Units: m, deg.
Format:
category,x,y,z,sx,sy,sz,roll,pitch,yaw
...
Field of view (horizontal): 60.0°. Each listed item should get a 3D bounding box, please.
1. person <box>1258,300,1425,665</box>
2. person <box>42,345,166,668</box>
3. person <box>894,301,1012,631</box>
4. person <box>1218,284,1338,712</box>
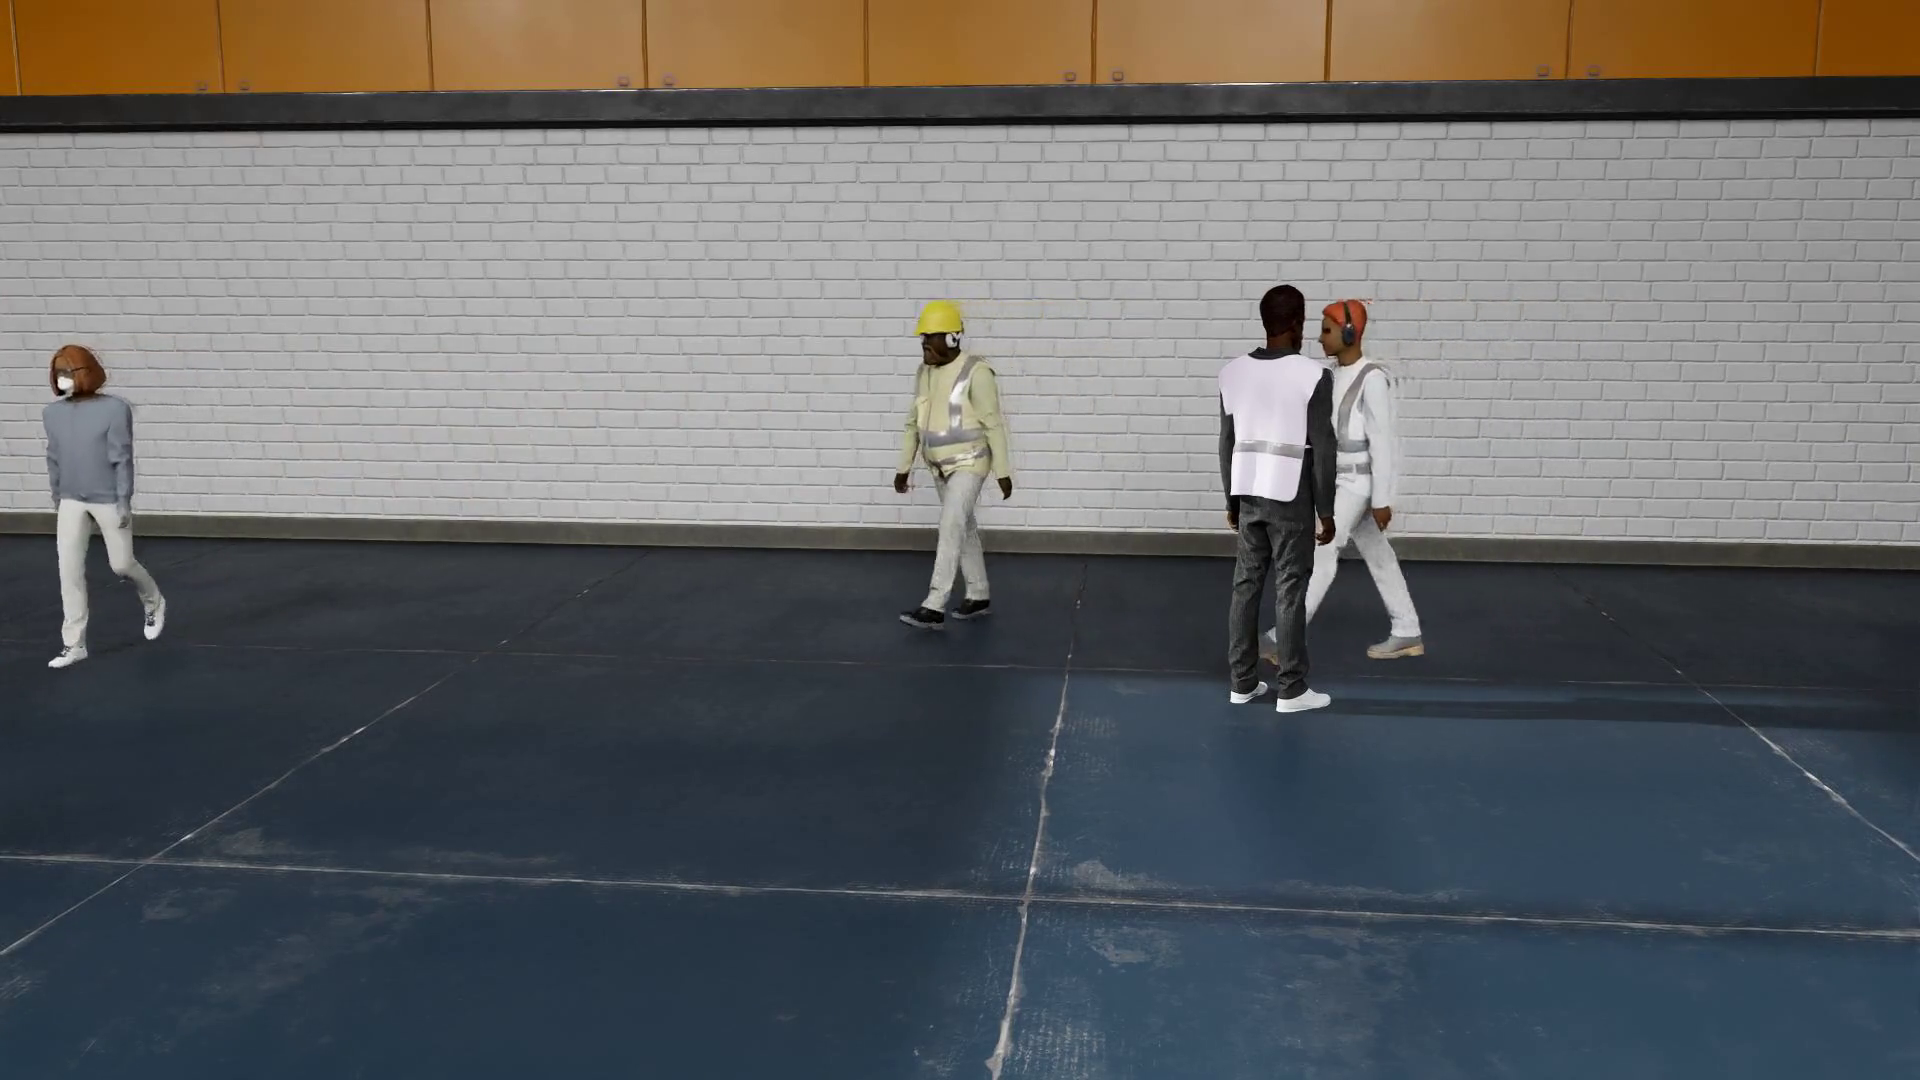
category,x,y,z,sx,sy,sz,roll,pitch,yaw
person,1.911,-0.277,8.324,1.025,1.827,0.581,-1,10,-5
person,-4.405,-0.201,8.515,0.500,1.606,0.729,1,10,4
person,-0.096,-0.401,9.127,0.853,1.791,0.651,-8,13,-37
person,1.421,-0.181,7.495,0.593,1.921,0.391,9,13,42
